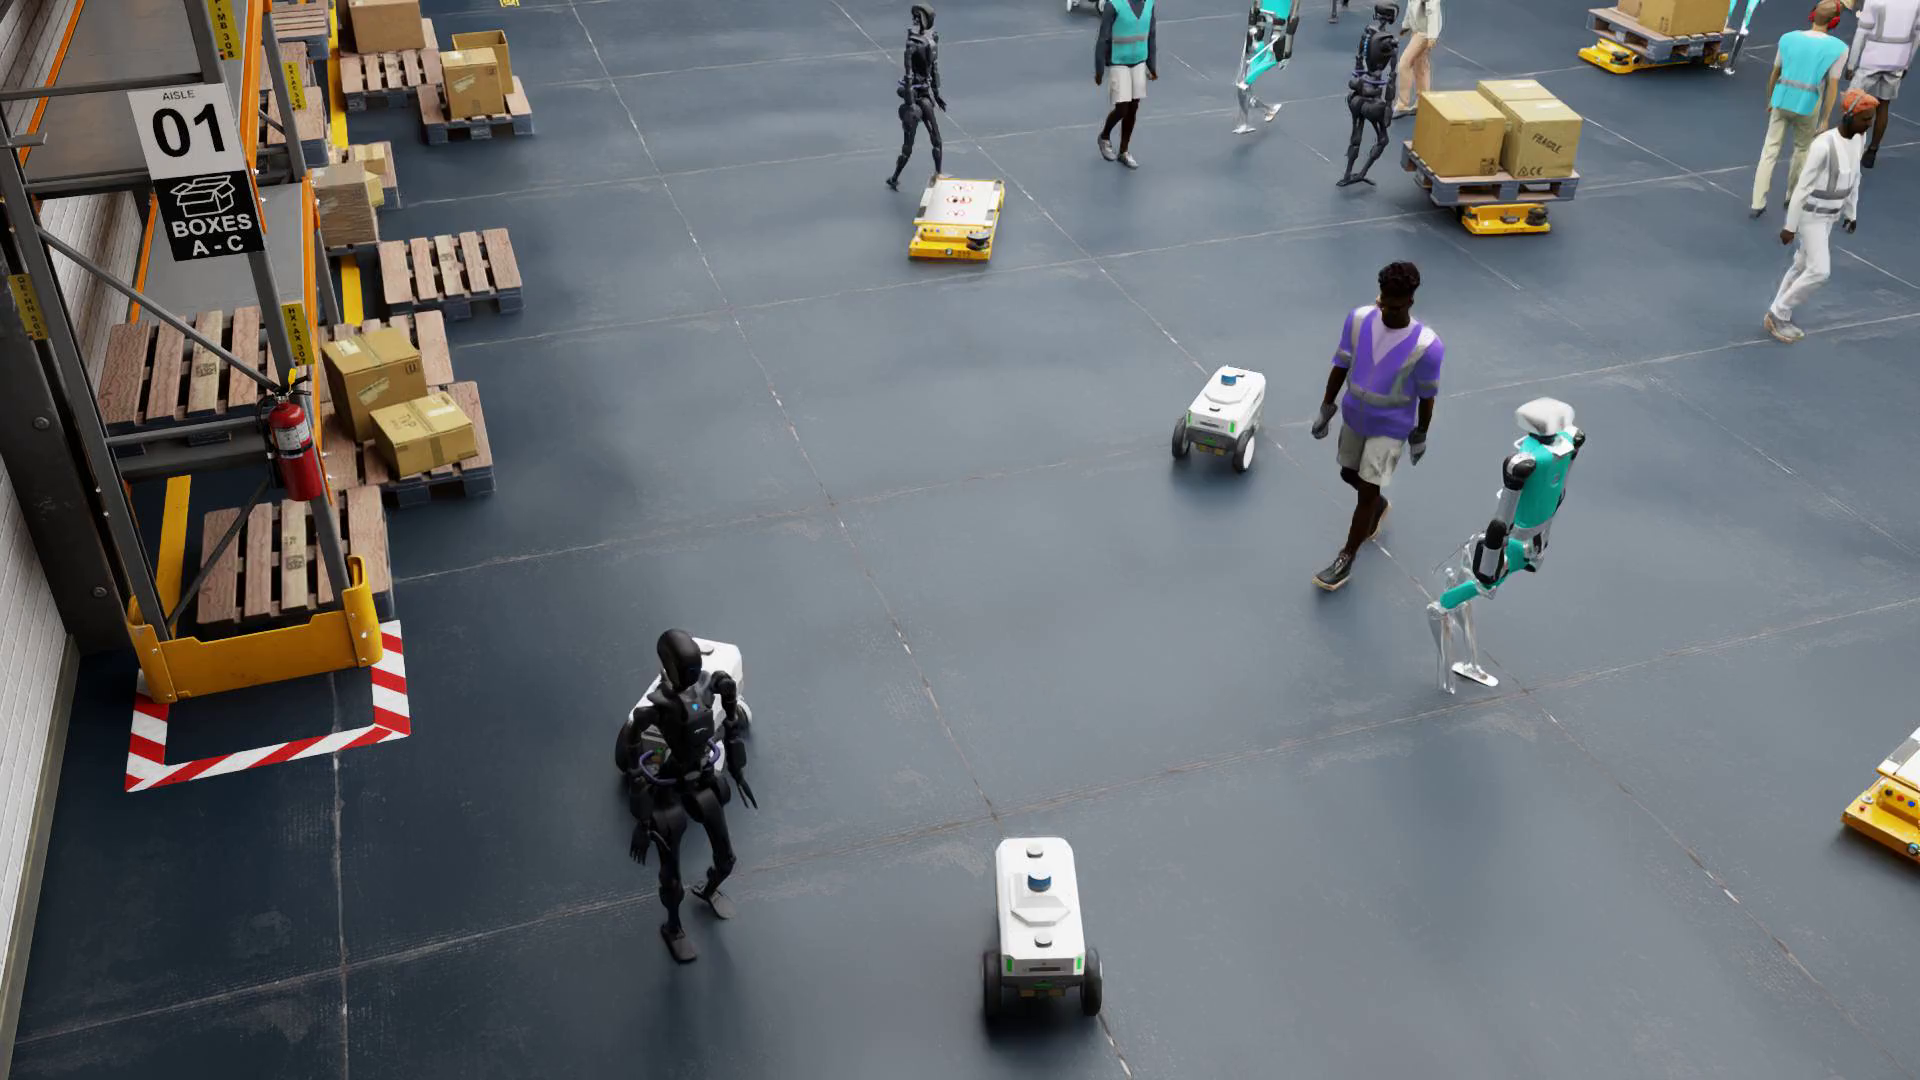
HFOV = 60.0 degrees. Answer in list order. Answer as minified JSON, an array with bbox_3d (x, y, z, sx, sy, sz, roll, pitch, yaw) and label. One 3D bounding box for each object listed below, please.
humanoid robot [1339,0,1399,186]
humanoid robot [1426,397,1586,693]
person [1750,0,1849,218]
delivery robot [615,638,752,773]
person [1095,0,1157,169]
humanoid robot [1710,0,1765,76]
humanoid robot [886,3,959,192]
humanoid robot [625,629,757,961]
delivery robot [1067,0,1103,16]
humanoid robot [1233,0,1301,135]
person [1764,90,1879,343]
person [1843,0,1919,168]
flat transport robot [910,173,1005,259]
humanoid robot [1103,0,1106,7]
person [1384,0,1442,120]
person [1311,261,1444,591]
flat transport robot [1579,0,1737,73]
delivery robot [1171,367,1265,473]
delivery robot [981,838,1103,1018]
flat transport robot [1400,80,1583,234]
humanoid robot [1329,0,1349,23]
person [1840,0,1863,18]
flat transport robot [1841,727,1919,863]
[{"bbox_3d":[3.589,-3.911,14.570,0.348,1.649,0.596,-13,35,-18],"label":"humanoid robot"},{"bbox_3d":[2.676,0.027,8.475,0.541,1.791,0.689,-24,40,-32],"label":"humanoid robot"},{"bbox_3d":[7.113,-3.660,14.056,0.577,1.807,0.830,26,41,34],"label":"person"},{"bbox_3d":[-1.366,0.854,8.300,0.509,0.610,0.781,9,34,14],"label":"delivery robot"},{"bbox_3d":[1.489,-4.282,14.912,0.599,1.918,0.490,-18,37,-26],"label":"person"},{"bbox_3d":[8.195,-5.730,17.334,0.542,1.798,0.824,17,37,24],"label":"humanoid robot"},{"bbox_3d":[-0.356,-3.849,14.494,0.588,1.644,0.593,16,36,22],"label":"humanoid robot"},{"bbox_3d":[-1.152,1.055,6.962,0.590,1.663,0.362,-27,42,-35],"label":"humanoid robot"},{"bbox_3d":[1.587,-6.481,19.546,0.776,0.604,0.525,8,34,13],"label":"delivery robot"},{"bbox_3d":[2.799,-4.592,15.564,1.033,1.720,0.532,-28,42,-36],"label":"humanoid robot"},{"bbox_3d":[6.190,-2.298,11.919,0.603,1.867,0.484,-25,40,-33],"label":"person"},{"bbox_3d":[8.264,-4.315,14.968,0.555,1.915,0.435,4,33,6],"label":"person"},{"bbox_3d":[-0.008,-2.743,14.065,0.659,0.231,1.431,4,33,5],"label":"flat transport robot"},{"bbox_3d":[1.734,-6.389,18.350,0.555,1.813,0.757,-9,34,-13],"label":"humanoid robot"},{"bbox_3d":[4.387,-4.899,16.095,0.590,1.653,0.501,0,33,0],"label":"person"},{"bbox_3d":[2.349,-0.684,9.391,0.866,1.940,0.614,-28,42,-36],"label":"person"},{"bbox_3d":[7.499,-5.283,17.962,1.431,0.231,0.659,-10,34,-15],"label":"flat transport robot"},{"bbox_3d":[1.731,-0.835,10.857,0.499,0.571,0.756,15,36,21],"label":"delivery robot"},{"bbox_3d":[0.333,1.625,7.092,0.499,0.581,0.774,-1,33,-1],"label":"delivery robot"},{"bbox_3d":[4.549,-3.017,14.486,0.659,0.231,1.431,-3,33,-5],"label":"flat transport robot"},{"bbox_3d":[4.460,-6.824,19.095,0.599,1.648,0.778,7,34,10],"label":"humanoid robot"},{"bbox_3d":[10.515,-6.961,19.132,0.558,1.798,0.894,-10,34,-15],"label":"person"},{"bbox_3d":[4.950,1.158,8.083,1.431,0.231,0.659,-26,41,-33],"label":"flat transport robot"}]
